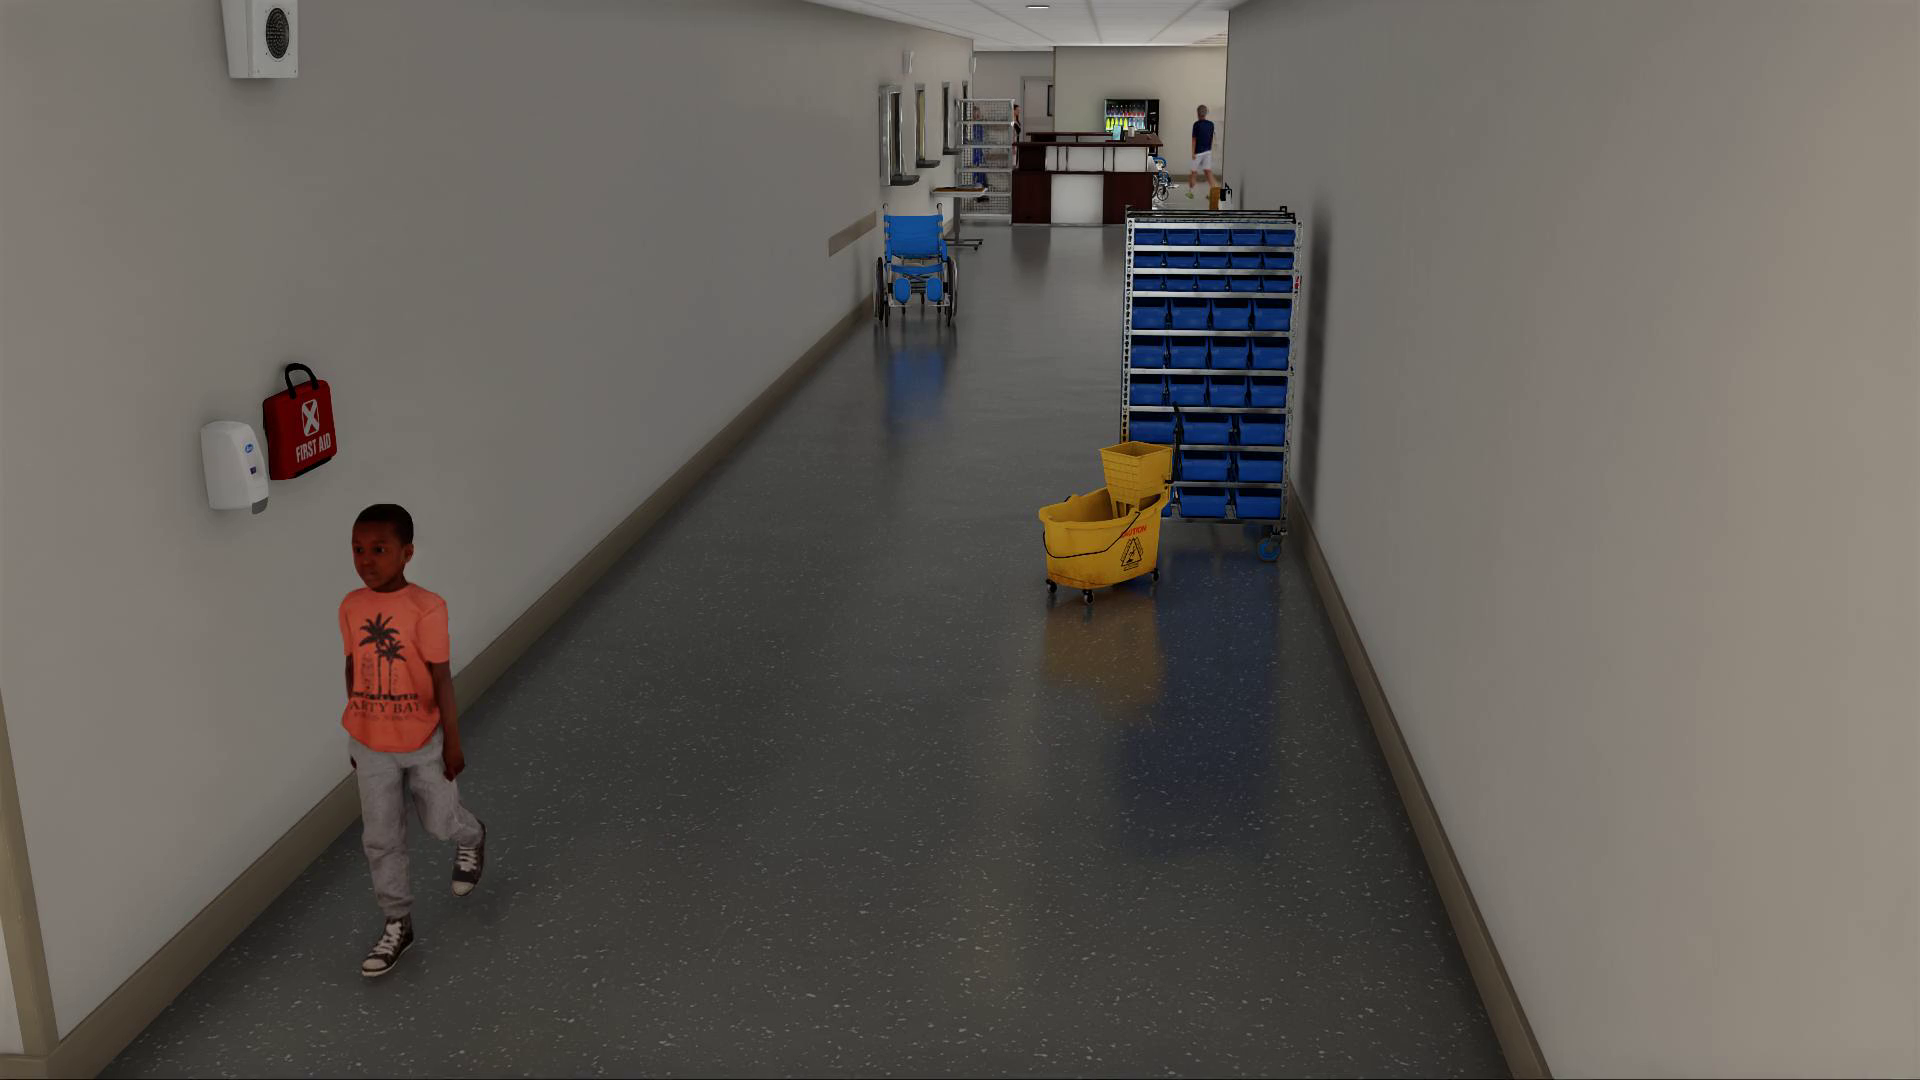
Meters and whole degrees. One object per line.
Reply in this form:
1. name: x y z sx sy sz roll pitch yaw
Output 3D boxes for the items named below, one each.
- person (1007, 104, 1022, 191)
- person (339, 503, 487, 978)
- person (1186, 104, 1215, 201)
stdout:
1. person: 1.090 -7.918 33.762 0.477 1.795 0.580 1 16 5
2. person: -1.552 0.526 4.733 0.778 1.294 0.583 3 16 9
3. person: 4.700 -7.410 31.961 1.259 1.794 1.025 -5 17 -17
